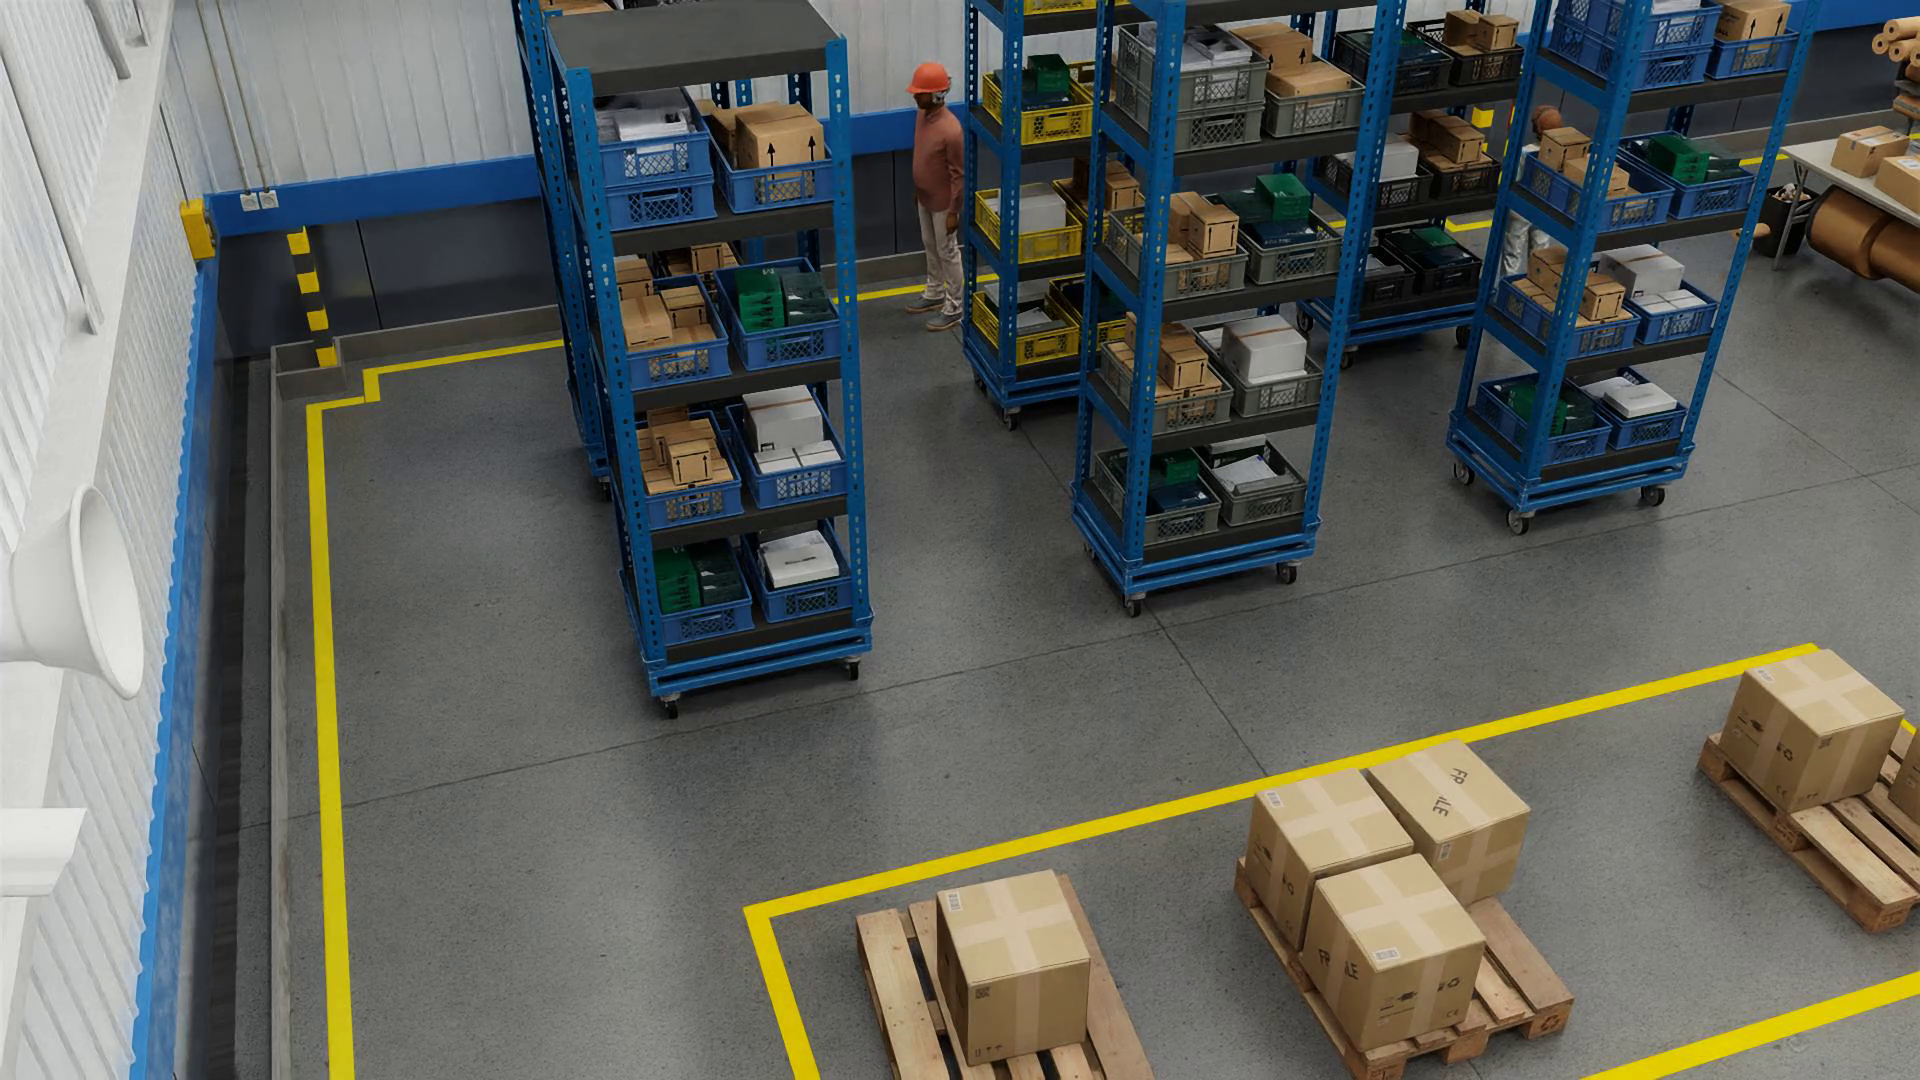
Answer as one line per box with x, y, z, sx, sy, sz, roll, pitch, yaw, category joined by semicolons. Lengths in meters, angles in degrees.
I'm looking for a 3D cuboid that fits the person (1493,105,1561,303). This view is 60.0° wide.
4.182;-2.386;12.236;0.524;1.636;0.308;-8;36;-11;person

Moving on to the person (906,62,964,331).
-0.184;-2.488;12.075;0.396;1.992;0.623;-17;39;-22;person
